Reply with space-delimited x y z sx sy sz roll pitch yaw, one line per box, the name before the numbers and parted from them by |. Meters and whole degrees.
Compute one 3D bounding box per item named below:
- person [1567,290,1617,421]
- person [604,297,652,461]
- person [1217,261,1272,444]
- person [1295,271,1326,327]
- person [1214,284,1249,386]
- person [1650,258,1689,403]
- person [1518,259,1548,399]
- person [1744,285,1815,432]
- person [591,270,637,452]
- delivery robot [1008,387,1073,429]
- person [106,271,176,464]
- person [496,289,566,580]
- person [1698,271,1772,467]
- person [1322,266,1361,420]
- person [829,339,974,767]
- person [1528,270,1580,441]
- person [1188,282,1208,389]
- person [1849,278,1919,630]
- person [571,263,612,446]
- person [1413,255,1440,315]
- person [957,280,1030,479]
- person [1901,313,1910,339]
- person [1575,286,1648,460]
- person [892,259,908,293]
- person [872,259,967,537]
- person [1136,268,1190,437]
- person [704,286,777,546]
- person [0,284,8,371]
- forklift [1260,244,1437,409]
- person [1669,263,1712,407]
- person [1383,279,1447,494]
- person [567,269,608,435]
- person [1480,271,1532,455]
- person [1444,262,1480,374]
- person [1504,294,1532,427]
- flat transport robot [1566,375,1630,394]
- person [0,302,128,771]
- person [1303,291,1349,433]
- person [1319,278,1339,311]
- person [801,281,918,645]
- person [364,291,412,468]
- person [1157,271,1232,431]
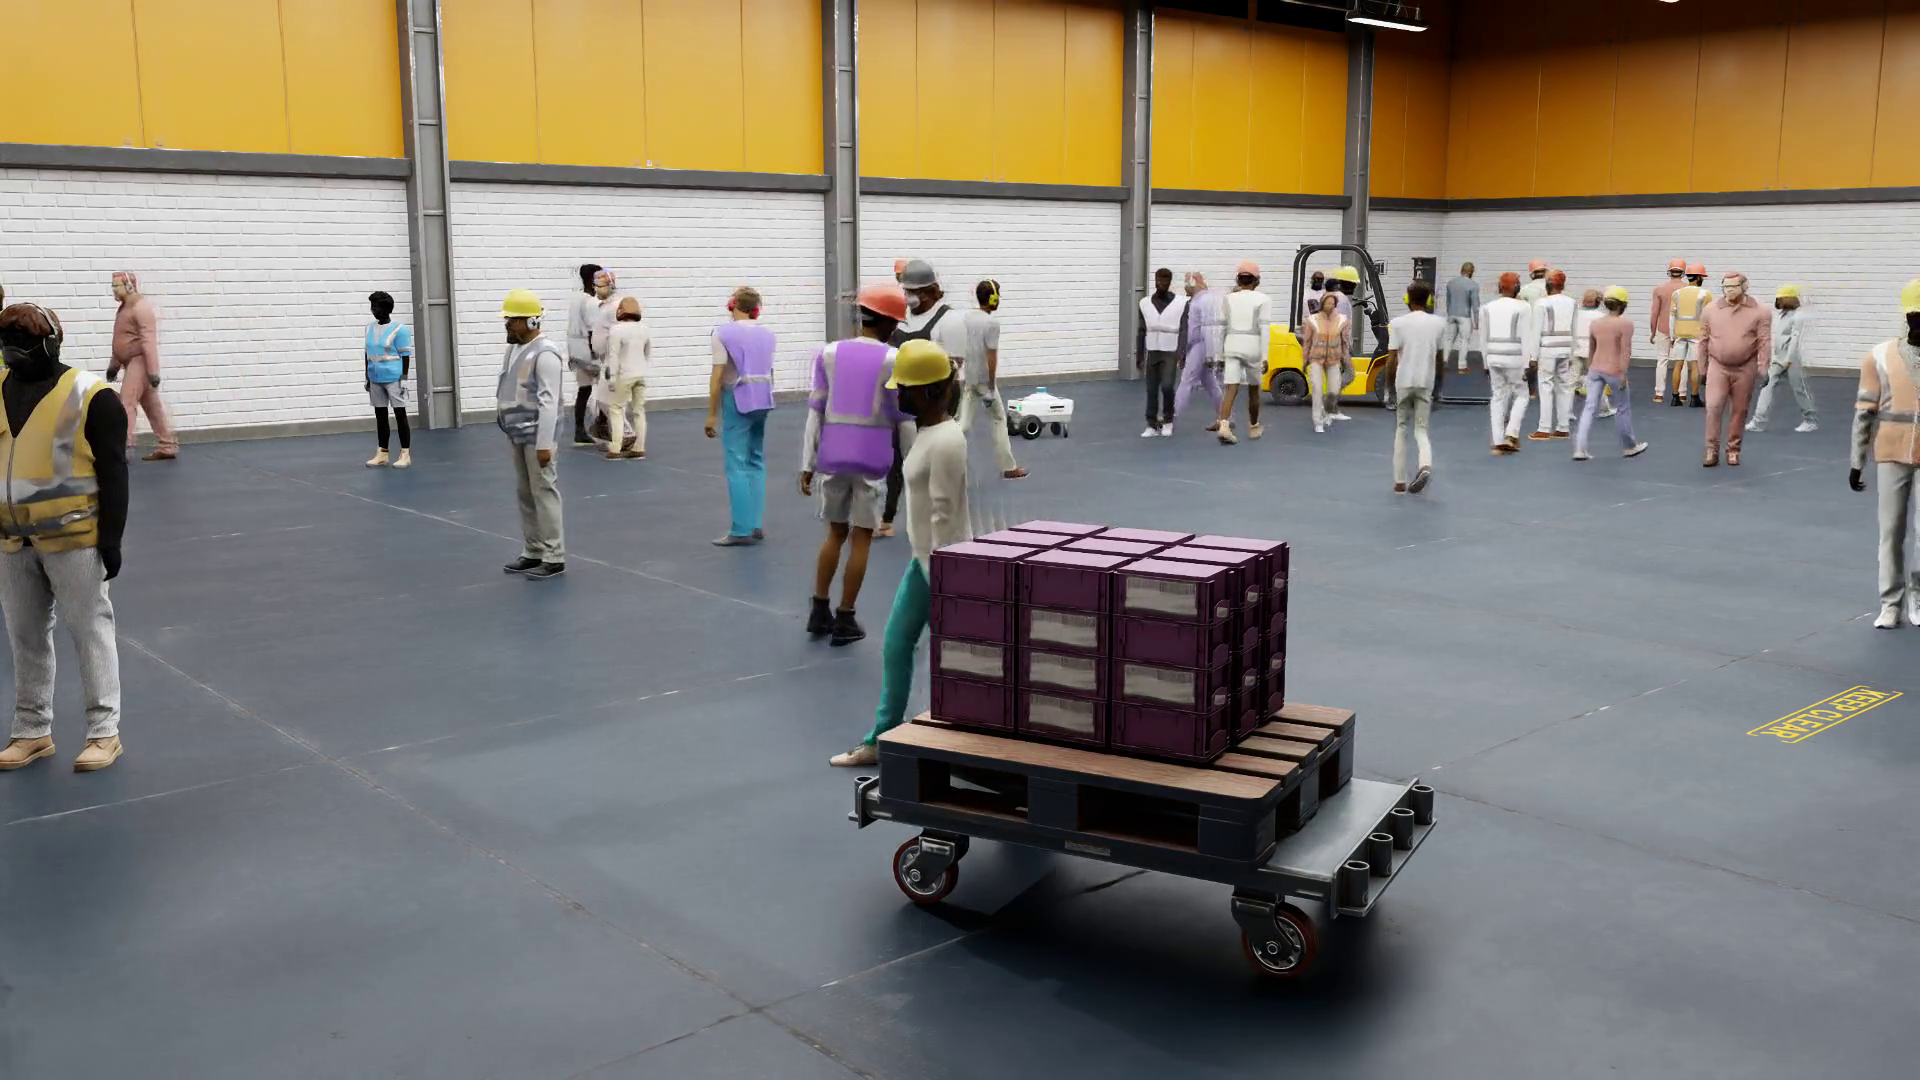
person | 7.774 -2.268 20.487 0.843 1.594 0.533 -6 11 -30
person | -3.283 -1.594 16.493 0.355 1.619 0.510 9 13 42
person | 3.053 -2.032 18.039 0.628 1.988 1.037 5 11 27
person | 5.734 -3.455 26.985 0.639 1.802 0.979 3 10 16
person | 4.240 -3.216 26.049 0.771 1.606 0.553 4 11 23
person | 9.880 -2.896 23.025 0.608 1.996 0.379 4 10 21
person | 8.175 -3.000 23.656 0.652 1.980 0.467 0 10 1
person | 9.499 -2.078 19.109 0.901 1.698 0.503 -2 10 -11
person | -3.579 -1.811 17.010 0.418 1.886 0.711 -4 10 -21
delivery robot | 0.901 -1.465 18.589 0.707 0.478 0.477 -5 11 -25
person | -8.145 -1.669 16.223 0.889 1.873 0.668 -7 12 -36
person | -2.700 -0.663 10.481 0.403 1.823 0.594 -7 12 -35
person | 7.387 -1.620 15.907 0.655 1.870 0.849 5 11 26
person | 4.687 -2.408 20.454 0.422 1.907 0.610 1 10 6
person | -0.031 0.072 6.472 0.887 1.715 0.533 -2 10 -9
person | 6.534 -2.031 18.341 0.569 1.873 0.410 -3 10 -19
person | 3.653 -3.122 25.410 0.278 1.633 0.499 -9 13 -42
person | 5.127 -0.451 8.958 0.607 1.907 0.426 7 12 37
person | -3.871 -1.966 17.714 0.638 1.943 0.632 -6 11 -31
person | 7.176 -3.399 25.857 0.605 2.035 0.392 -9 14 -44
person | 0.171 -1.412 14.875 0.989 1.823 0.533 -9 13 -42
person | 13.356 -2.805 23.011 0.599 1.824 0.403 6 11 30
person | 6.488 -1.649 16.553 0.914 1.715 0.530 -6 12 -33
person | -0.802 -2.907 23.114 0.468 1.981 0.652 -9 13 -43
person | -0.335 -1.001 11.799 0.697 2.000 0.881 8 12 38
person | 2.240 -2.065 18.472 0.624 1.889 0.525 5 11 25
person | -1.513 -0.872 11.729 0.404 1.812 0.634 7 12 37
person | -7.601 -1.124 13.103 0.627 1.845 0.429 7 12 34
forklift | 5.256 -2.933 22.661 2.313 2.155 1.214 3 10 16
person | 9.802 -2.746 22.327 0.375 1.934 0.547 -9 13 -42
person | 3.839 -1.272 13.996 0.538 1.836 0.648 2 10 9
person | -4.029 -2.073 18.492 0.620 1.906 0.954 -4 11 -24
person | 5.584 -1.802 16.989 0.470 1.865 0.599 -9 13 -42
person | 8.596 -3.808 28.590 0.475 1.918 0.699 -8 12 -38
person | 6.545 -2.141 19.808 0.497 1.594 0.870 8 12 39
flat transport robot | 9.385 -2.300 24.581 0.652 0.197 1.431 1 10 8
person | -3.591 -0.004 6.545 0.622 1.844 0.429 0 10 3
person | 4.196 -2.051 19.172 0.529 1.626 0.457 0 10 2
person | 5.693 -3.177 25.592 0.368 1.684 0.534 8 12 38
person | -0.513 -0.400 8.727 0.590 1.886 0.553 3 10 17
person | -5.485 -1.531 15.923 0.531 1.692 0.320 4 10 22
person | 2.697 -2.171 19.227 1.021 1.843 0.665 0 10 -2
